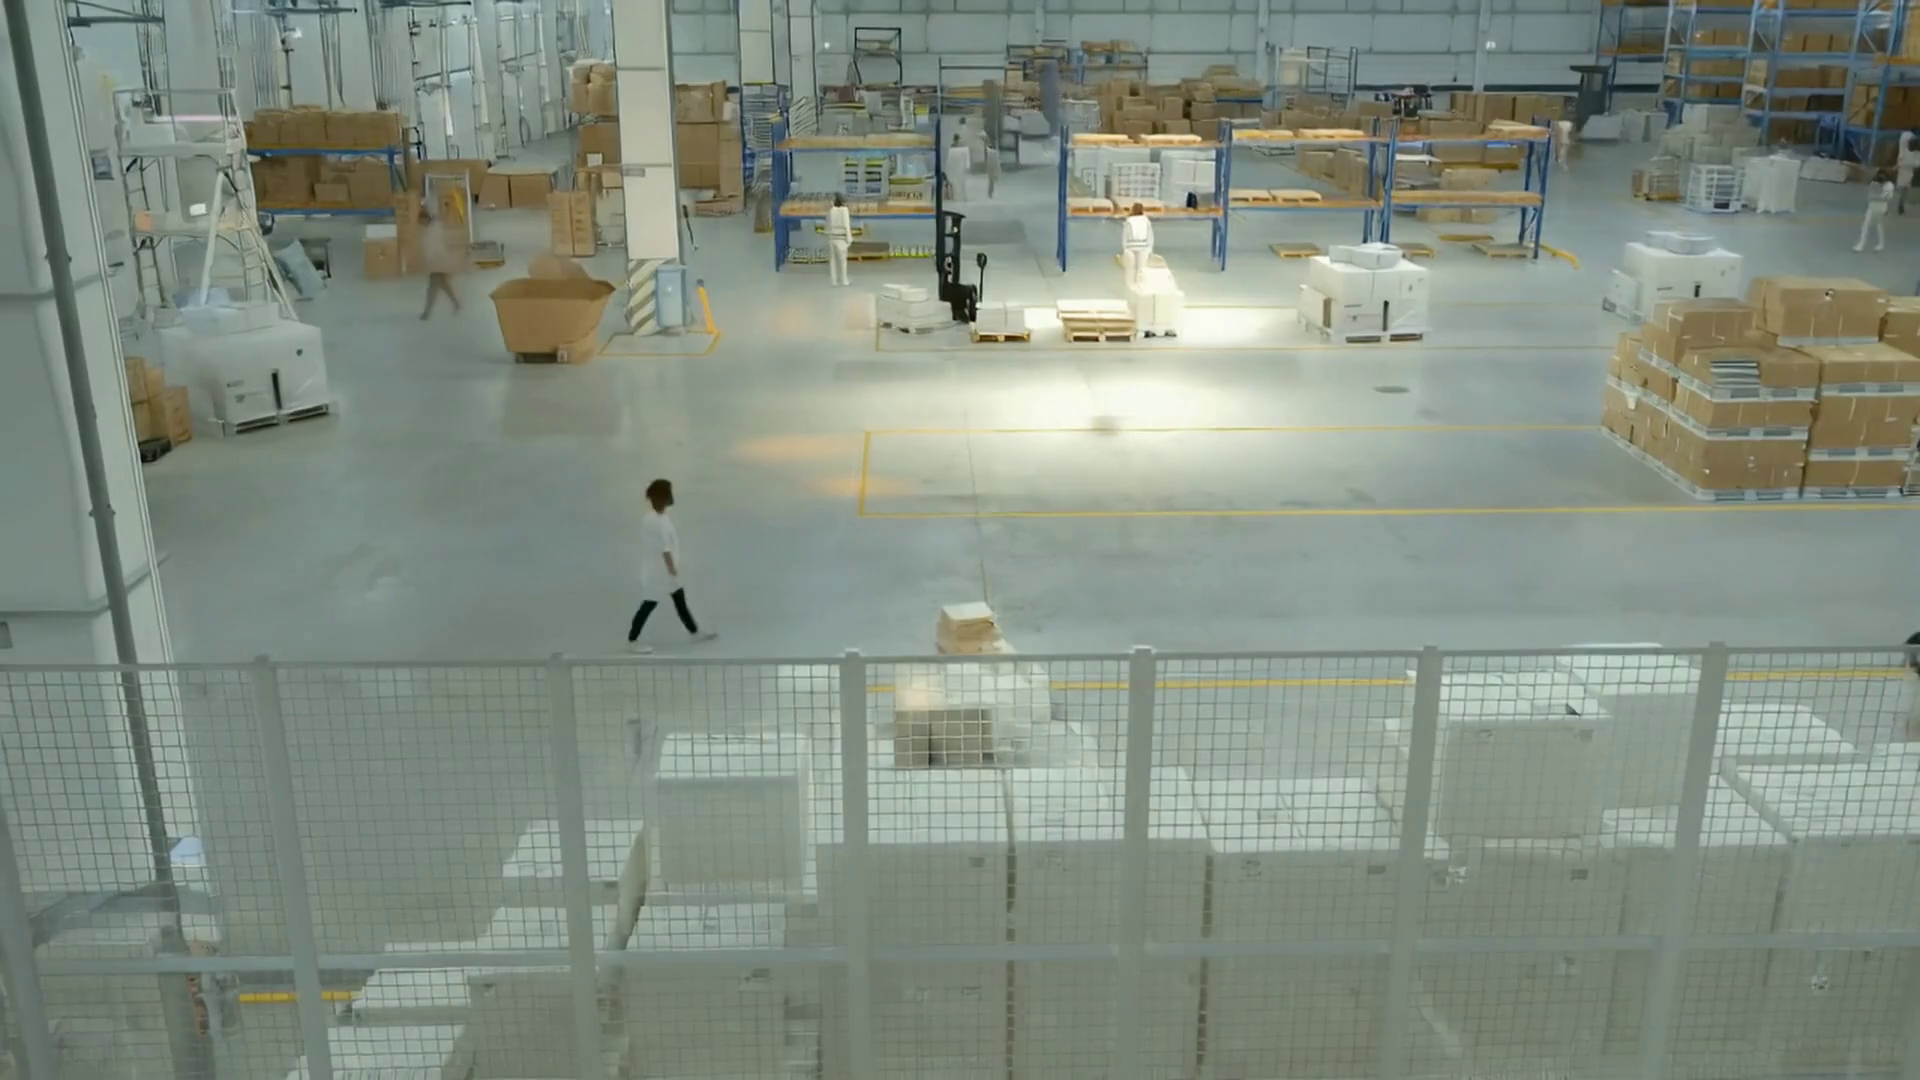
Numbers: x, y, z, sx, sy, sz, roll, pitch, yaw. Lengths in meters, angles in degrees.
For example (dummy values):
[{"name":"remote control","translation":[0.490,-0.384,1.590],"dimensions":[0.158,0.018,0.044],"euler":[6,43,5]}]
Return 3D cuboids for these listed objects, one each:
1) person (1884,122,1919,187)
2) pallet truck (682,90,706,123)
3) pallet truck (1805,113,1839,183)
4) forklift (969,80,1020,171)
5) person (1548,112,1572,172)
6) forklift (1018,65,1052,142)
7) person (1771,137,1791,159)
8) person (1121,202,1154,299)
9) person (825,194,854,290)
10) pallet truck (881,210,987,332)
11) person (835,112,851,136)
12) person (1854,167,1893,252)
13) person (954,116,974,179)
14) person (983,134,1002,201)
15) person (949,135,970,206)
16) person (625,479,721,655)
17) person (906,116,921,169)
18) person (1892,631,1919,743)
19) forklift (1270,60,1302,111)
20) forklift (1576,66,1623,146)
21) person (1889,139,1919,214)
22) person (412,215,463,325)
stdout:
[{"name":"person","translation":[27.800,-11.355,49.065],"dimensions":[0.637,1.910,0.647],"euler":[2,19,6]},{"name":"pallet truck","translation":[-9.671,-15.907,62.421],"dimensions":[0.823,1.965,1.885],"euler":[5,19,15]},{"name":"pallet truck","translation":[26.403,-11.957,50.702],"dimensions":[0.823,1.965,1.885],"euler":[6,19,16]},{"name":"forklift","translation":[0.960,-13.258,53.202],"dimensions":[1.873,2.768,1.129],"euler":[0,19,-1]},{"name":"person","translation":[19.267,-12.719,53.163],"dimensions":[0.603,1.878,0.976],"euler":[-11,21,-28]},{"name":"forklift","translation":[3.207,-16.537,62.930],"dimensions":[1.873,2.768,1.129],"euler":[-3,19,-8]},{"name":"person","translation":[23.017,-10.454,46.724],"dimensions":[0.543,1.677,0.640],"euler":[3,19,8]},{"name":"person","translation":[3.404,-5.565,32.006],"dimensions":[0.623,1.835,0.431],"euler":[-1,19,-3]},{"name":"person","translation":[-2.386,-5.902,32.915],"dimensions":[0.574,1.886,0.356],"euler":[12,22,32]},{"name":"pallet truck","translation":[-0.493,-4.759,29.349],"dimensions":[1.885,1.965,0.823],"euler":[-13,23,-34]},{"name":"person","translation":[-3.970,-13.724,56.513],"dimensions":[0.547,1.622,0.381],"euler":[0,19,-1]},{"name":"person","translation":[20.697,-7.457,37.531],"dimensions":[0.988,1.894,0.563],"euler":[-13,23,-35]},{"name":"person","translation":[0.151,-12.080,51.236],"dimensions":[0.642,1.900,0.996],"euler":[-6,20,-18]},{"name":"person","translation":[0.860,-10.376,46.277],"dimensions":[0.519,1.826,0.787],"euler":[-9,20,-24]},{"name":"person","translation":[0.011,-10.134,45.486],"dimensions":[0.645,1.892,1.040],"euler":[6,20,17]},{"name":"person","translation":[-2.667,0.247,15.032],"dimensions":[0.888,1.643,0.547],"euler":[-4,19,-12]},{"name":"person","translation":[-1.486,-12.756,53.482],"dimensions":[0.480,1.733,0.333],"euler":[-6,19,-17]},{"name":"person","translation":[6.392,1.505,11.043],"dimensions":[0.374,1.831,0.626],"euler":[-1,19,-2]},{"name":"forklift","translation":[13.195,-17.888,66.938],"dimensions":[1.129,2.768,1.873],"euler":[-1,19,-1]},{"name":"forklift","translation":[23.569,-16.126,61.710],"dimensions":[1.129,2.768,1.873],"euler":[-11,22,-30]},{"name":"person","translation":[24.909,-9.605,43.857],"dimensions":[0.613,1.924,0.964],"euler":[-3,19,-7]},{"name":"person","translation":[-9.385,-4.832,29.669],"dimensions":[1.044,1.936,0.642],"euler":[-17,25,-41]}]
